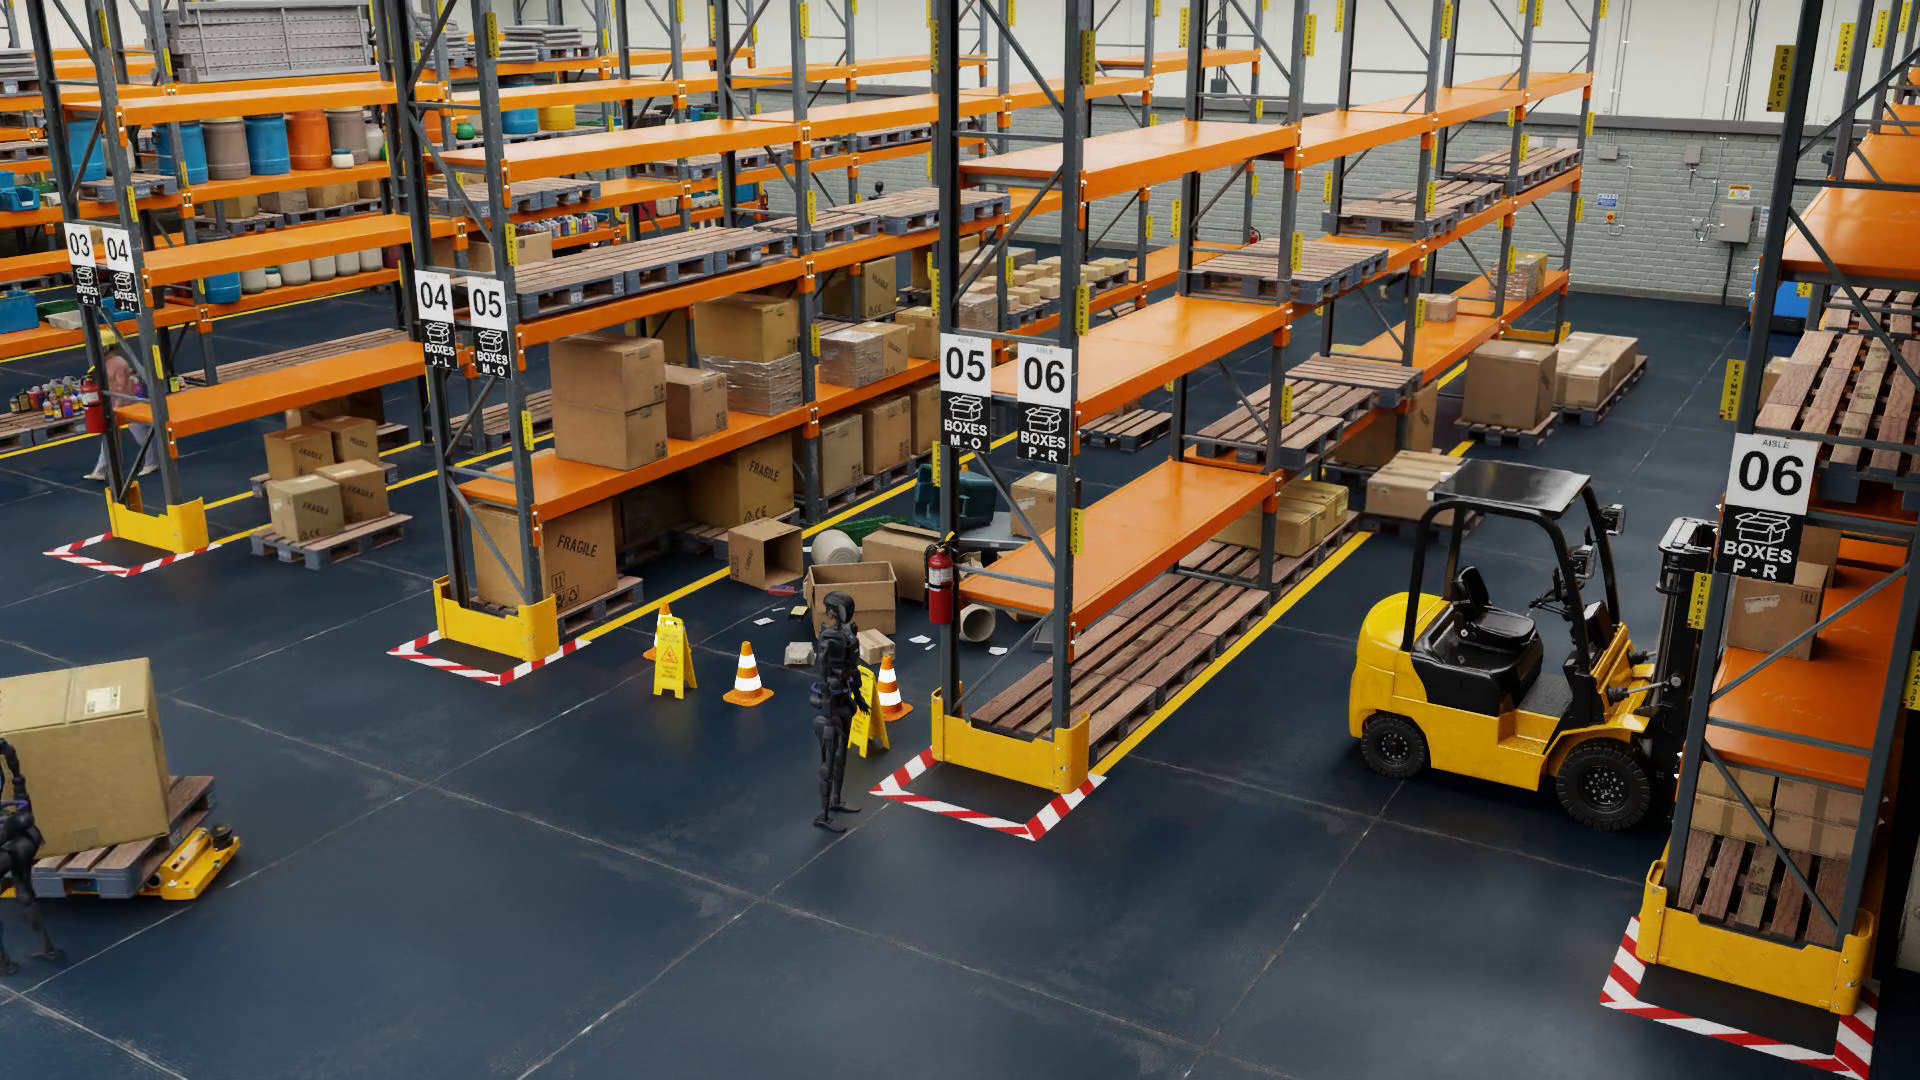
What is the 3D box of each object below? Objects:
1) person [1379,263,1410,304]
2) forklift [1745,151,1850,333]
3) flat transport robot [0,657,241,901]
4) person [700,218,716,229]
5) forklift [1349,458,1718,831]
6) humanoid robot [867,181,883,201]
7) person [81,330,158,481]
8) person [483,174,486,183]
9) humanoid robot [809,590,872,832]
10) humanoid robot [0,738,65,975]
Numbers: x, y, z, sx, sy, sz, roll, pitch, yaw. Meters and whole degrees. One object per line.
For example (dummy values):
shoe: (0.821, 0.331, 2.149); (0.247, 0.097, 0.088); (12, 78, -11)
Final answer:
person: (7.613, -4.885, 28.555); (0.627, 1.680, 0.537); (17, 25, 40)
forklift: (13.620, -4.667, 26.137); (1.873, 2.768, 1.129); (11, 22, 29)
flat transport robot: (-5.473, 2.061, 10.655); (1.431, 0.231, 0.659); (0, 19, 1)
person: (-5.299, -7.022, 34.748); (0.488, 1.688, 0.350); (-6, 20, -17)
forklift: (3.988, 0.658, 11.776); (2.313, 2.155, 1.214); (11, 22, 29)
humanoid robot: (-1.567, -6.118, 32.253); (0.586, 1.644, 0.782); (-10, 21, -26)
person: (-9.539, -1.494, 18.704); (0.525, 1.724, 0.894); (10, 21, 26)
person: (-10.368, -7.761, 36.721); (0.334, 1.795, 0.526); (3, 19, 8)
humanoid robot: (-0.814, 1.119, 11.202); (0.315, 1.657, 0.599); (7, 20, 20)
humanoid robot: (-5.501, 1.714, 9.521); (0.368, 1.642, 0.601); (5, 20, 13)
